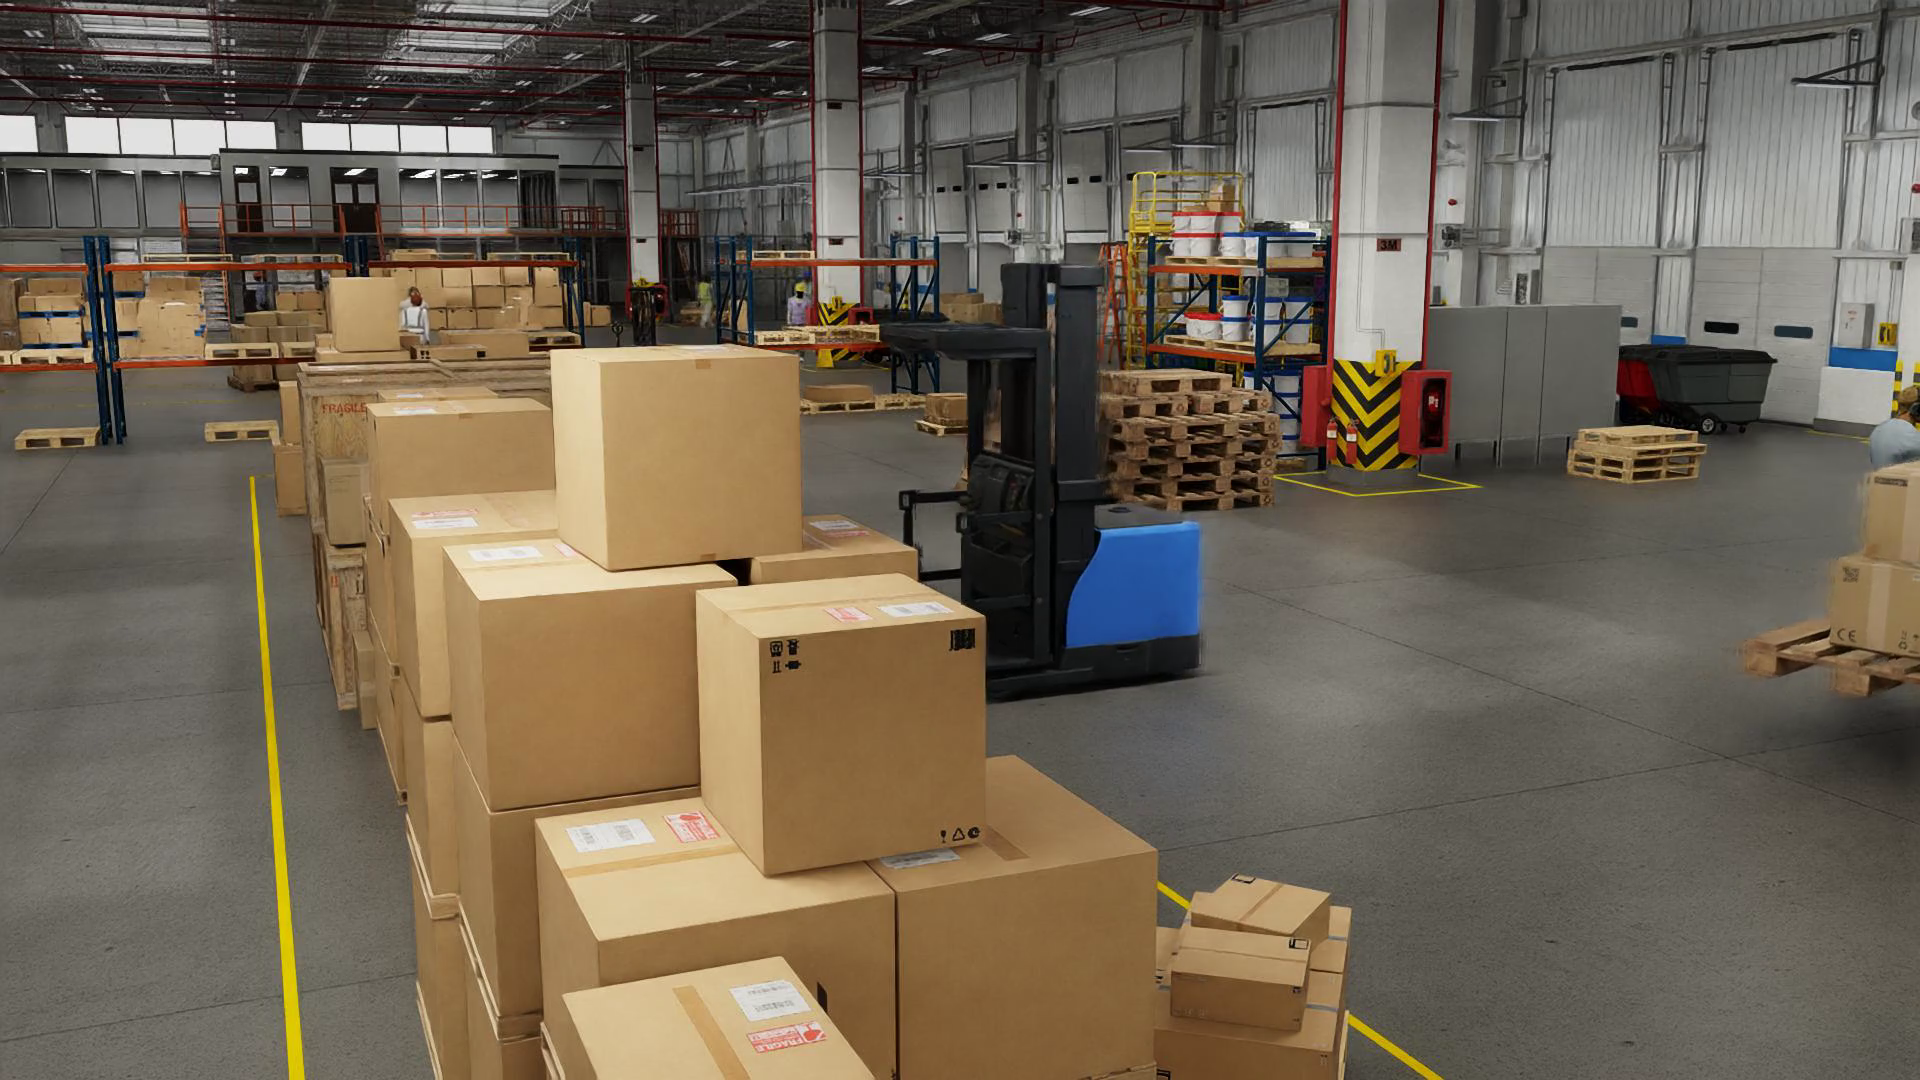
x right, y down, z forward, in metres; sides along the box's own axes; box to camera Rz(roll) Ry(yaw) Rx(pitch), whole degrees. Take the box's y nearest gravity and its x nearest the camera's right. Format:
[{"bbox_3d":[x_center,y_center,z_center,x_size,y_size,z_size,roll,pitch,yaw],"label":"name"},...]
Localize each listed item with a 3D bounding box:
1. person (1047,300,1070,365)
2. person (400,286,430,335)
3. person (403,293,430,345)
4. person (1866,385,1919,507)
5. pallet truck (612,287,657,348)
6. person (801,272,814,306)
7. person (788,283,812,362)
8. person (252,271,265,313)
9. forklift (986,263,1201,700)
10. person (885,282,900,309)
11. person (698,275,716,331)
[{"bbox_3d":[1.917,-3.748,32.106,0.603,1.877,0.970,3,11,16],"label":"person"},{"bbox_3d":[-12.377,-4.805,37.803,0.637,1.921,0.754,-3,11,-15],"label":"person"},{"bbox_3d":[-11.399,-4.245,34.906,0.626,1.855,0.436,3,11,15],"label":"person"},{"bbox_3d":[6.960,-0.191,12.378,0.368,1.929,0.637,0,10,1],"label":"person"},{"bbox_3d":[-6.464,-4.406,35.401,0.823,1.965,1.885,6,12,32],"label":"pallet truck"},{"bbox_3d":[-5.057,-7.906,54.962,0.616,1.912,0.963,-5,11,-25],"label":"person"},{"bbox_3d":[-3.892,-5.275,40.410,0.622,1.910,0.602,0,10,-1],"label":"person"},{"bbox_3d":[-23.042,-7.886,54.772,0.557,1.925,0.571,-7,13,-35],"label":"person"},{"bbox_3d":[0.613,-0.466,11.255,1.873,2.768,1.129,-4,11,-23],"label":"forklift"},{"bbox_3d":[-1.757,-5.904,44.059,0.574,1.847,0.400,-8,13,-39],"label":"person"},{"bbox_3d":[-8.227,-7.763,54.465,0.649,1.790,0.977,7,13,35],"label":"person"}]
